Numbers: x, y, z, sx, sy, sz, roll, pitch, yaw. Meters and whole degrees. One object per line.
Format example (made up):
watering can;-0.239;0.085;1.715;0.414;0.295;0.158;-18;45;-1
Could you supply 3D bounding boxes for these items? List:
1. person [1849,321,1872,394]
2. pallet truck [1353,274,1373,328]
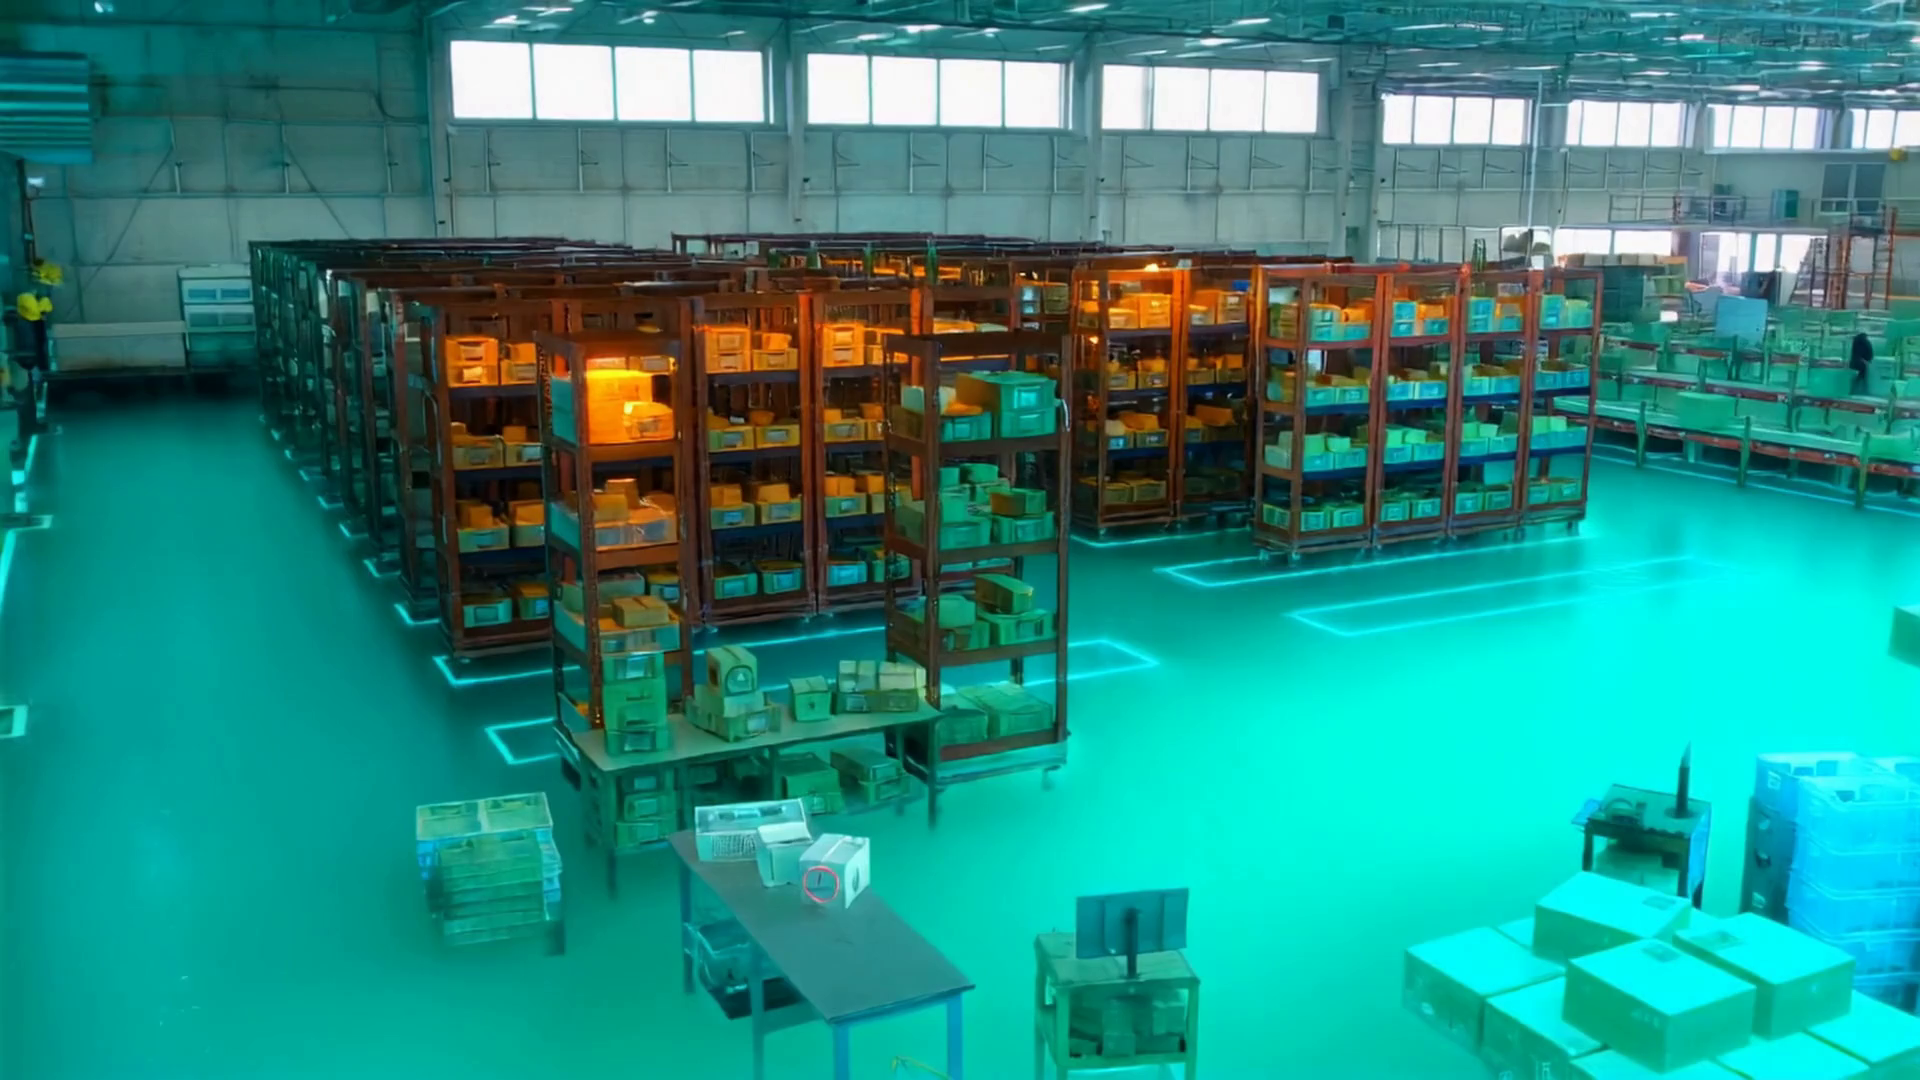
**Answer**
person;19.011;-3.665;35.007;0.536;1.891;0.648;9;15;36
pallet truck;13.011;-8.050;55.243;0.823;1.965;1.885;-7;14;-28
